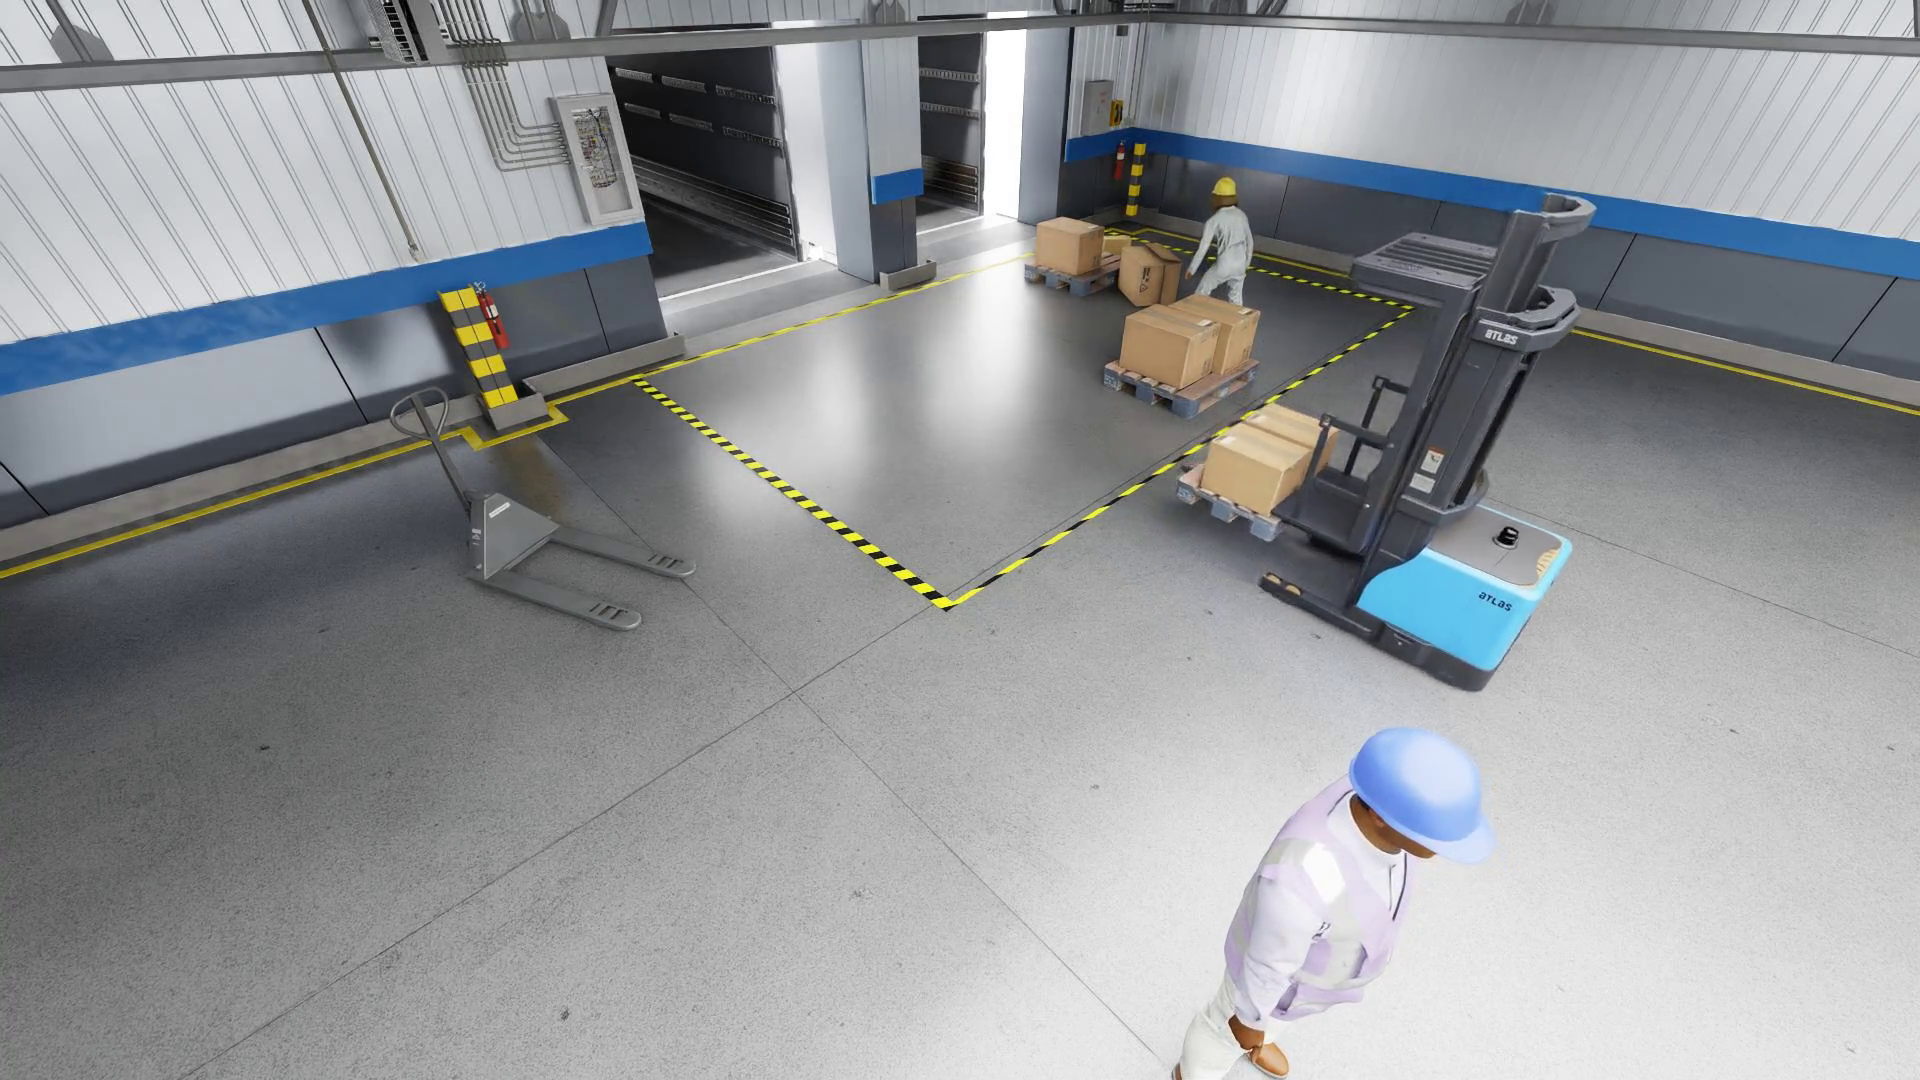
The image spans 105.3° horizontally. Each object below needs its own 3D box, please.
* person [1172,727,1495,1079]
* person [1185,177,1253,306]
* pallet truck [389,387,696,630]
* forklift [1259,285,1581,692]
[{"bbox_3d":[0.986,1.200,2.140,0.602,1.949,0.387,-27,45,-31],"label":"person"},{"bbox_3d":[2.753,-2.868,7.669,0.656,1.637,0.595,-12,39,-15],"label":"person"},{"bbox_3d":[-2.613,-0.247,4.593,1.601,1.201,0.680,14,40,17],"label":"pallet truck"},{"bbox_3d":[2.831,-0.244,3.933,0.716,2.013,0.776,-30,47,-33],"label":"forklift"}]
